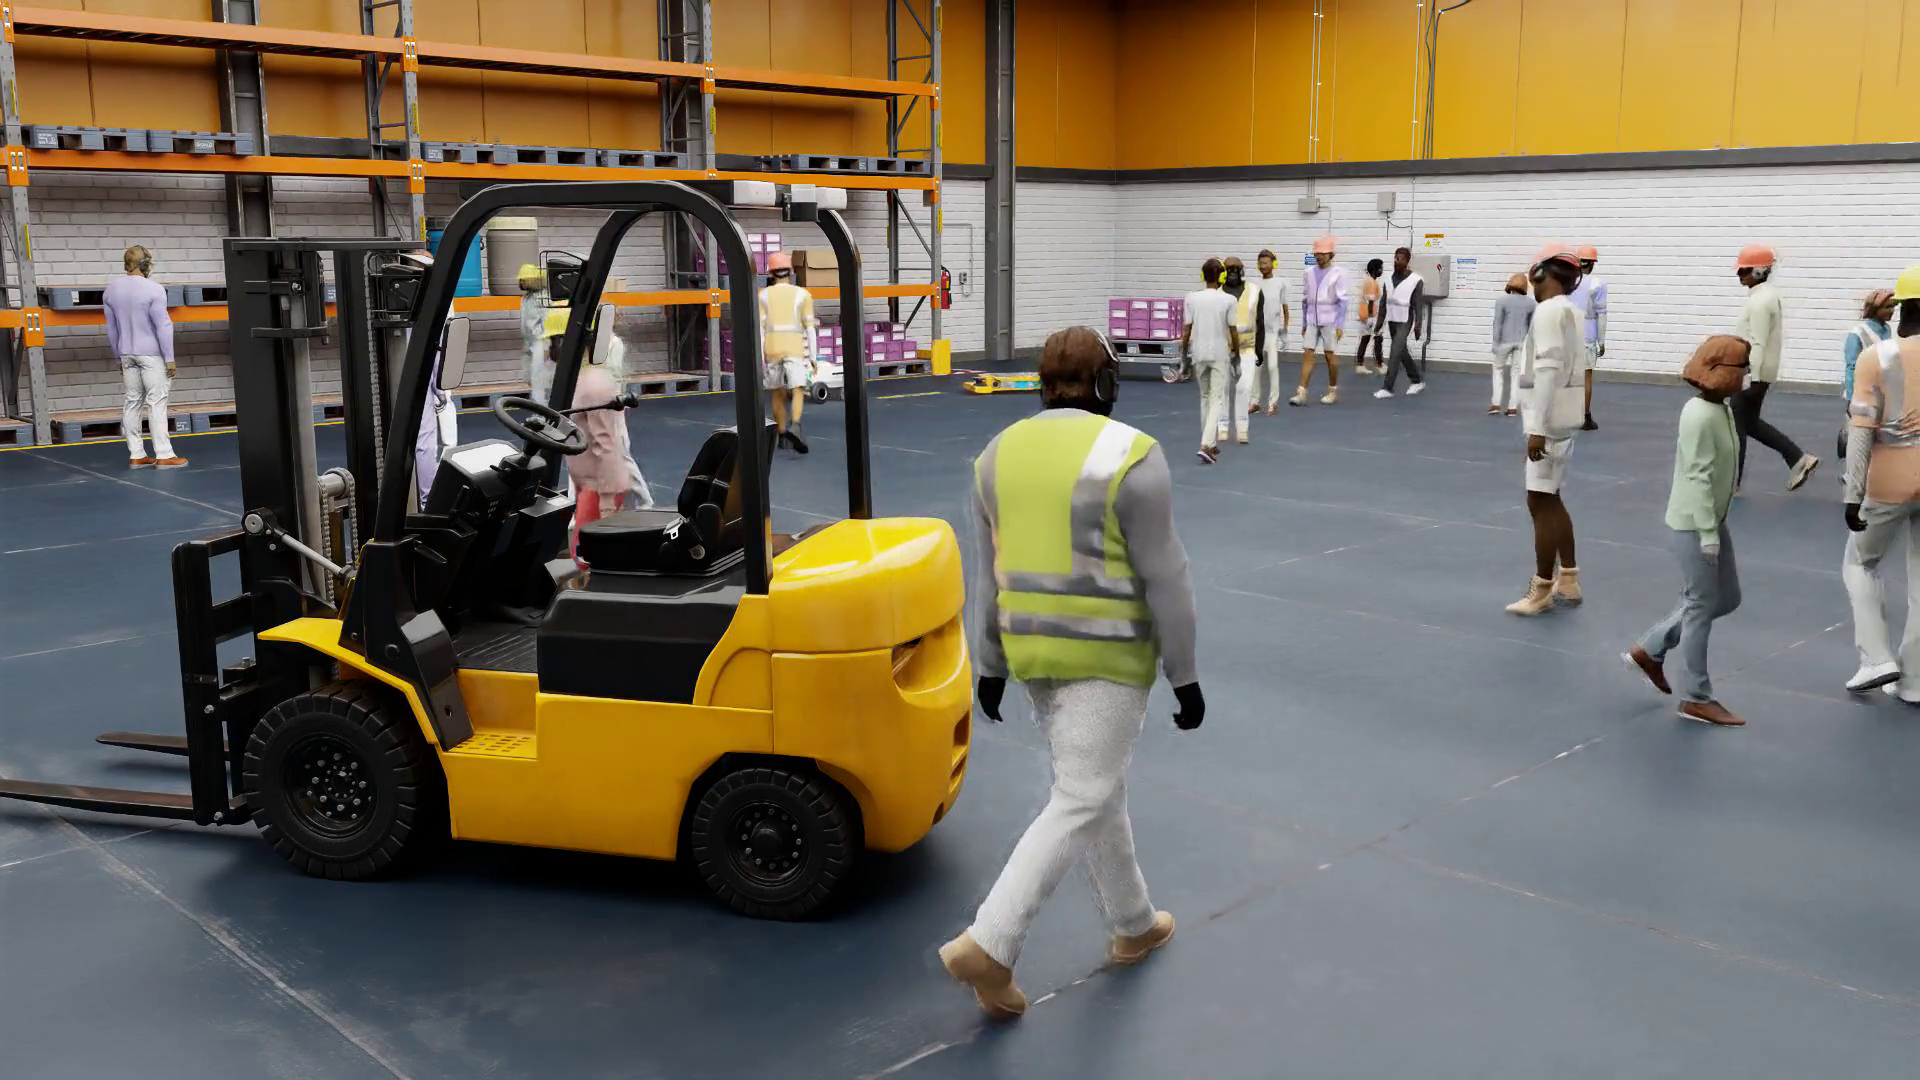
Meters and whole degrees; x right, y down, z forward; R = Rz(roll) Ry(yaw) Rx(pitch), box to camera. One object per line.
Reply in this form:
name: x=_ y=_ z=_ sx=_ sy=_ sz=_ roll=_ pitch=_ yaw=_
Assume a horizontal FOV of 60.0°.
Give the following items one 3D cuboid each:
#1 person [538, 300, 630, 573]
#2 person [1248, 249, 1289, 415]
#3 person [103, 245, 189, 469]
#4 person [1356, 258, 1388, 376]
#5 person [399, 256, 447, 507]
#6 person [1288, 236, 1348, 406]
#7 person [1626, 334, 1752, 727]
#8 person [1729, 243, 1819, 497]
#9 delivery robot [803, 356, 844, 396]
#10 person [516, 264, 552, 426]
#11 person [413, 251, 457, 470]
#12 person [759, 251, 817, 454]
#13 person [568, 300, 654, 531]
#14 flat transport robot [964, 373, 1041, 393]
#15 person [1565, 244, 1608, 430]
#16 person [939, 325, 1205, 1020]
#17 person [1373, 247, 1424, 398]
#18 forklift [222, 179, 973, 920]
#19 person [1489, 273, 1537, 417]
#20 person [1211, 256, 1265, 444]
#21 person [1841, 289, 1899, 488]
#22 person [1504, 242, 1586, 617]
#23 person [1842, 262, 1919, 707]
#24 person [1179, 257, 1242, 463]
person: x=-1.628 y=-0.248 z=7.744 sx=0.688 sy=1.739 sz=0.538 roll=-5 pitch=12 yaw=-26
person: x=3.447 y=-2.337 z=18.775 sx=0.533 sy=1.864 sz=0.308 roll=6 pitch=12 yaw=30
person: x=-7.070 y=-1.573 z=14.414 sx=0.628 sy=1.935 sz=0.373 roll=3 pitch=11 yaw=15
person: x=6.044 y=-3.208 z=23.987 sx=0.643 sy=1.677 sz=0.554 roll=1 pitch=10 yaw=6
person: x=-3.958 y=-1.072 z=11.759 sx=0.653 sy=1.904 sz=0.405 roll=-3 pitch=11 yaw=-15
person: x=4.288 y=-2.593 z=19.781 sx=0.631 sy=2.004 sz=0.865 roll=9 pitch=14 yaw=40
person: x=3.091 y=-0.044 z=6.928 sx=0.466 sy=1.624 sz=0.522 roll=8 pitch=13 yaw=37
person: x=6.184 y=-1.287 z=12.777 sx=0.743 sy=1.971 sz=0.615 roll=6 pitch=12 yaw=29
delivery robot: x=-1.695 y=-1.996 z=20.225 sx=0.477 sy=0.478 sz=0.707 roll=8 pitch=13 yaw=38
person: x=-4.471 y=-2.081 z=17.759 sx=0.487 sy=1.728 sz=0.551 roll=10 pitch=14 yaw=43
person: x=-4.554 y=-1.524 z=14.291 sx=0.576 sy=1.880 sz=0.352 roll=7 pitch=13 yaw=34
person: x=-1.628 y=-1.727 z=15.415 sx=0.579 sy=1.889 sz=0.954 roll=0 pitch=10 yaw=-2
person: x=-2.483 y=-0.883 z=11.537 sx=0.510 sy=1.603 sz=0.830 roll=6 pitch=12 yaw=28
flat transport robot: x=0.815 y=-2.045 z=21.523 sx=1.431 sy=0.197 sz=0.652 roll=-2 pitch=11 yaw=-13
person: x=6.474 y=-2.115 z=17.368 sx=0.551 sy=1.932 sz=0.378 roll=8 pitch=13 yaw=38
person: x=0.271 y=0.338 z=4.415 sx=0.884 sy=1.797 sz=0.683 roll=-10 pitch=14 yaw=-43
person: x=5.586 y=-2.743 z=20.965 sx=0.991 sy=1.881 sz=0.583 roll=-6 pitch=12 yaw=-30
forklift: x=-1.114 y=-0.058 z=5.440 sx=2.313 sy=2.155 sz=1.214 roll=2 pitch=11 yaw=13
person: x=6.221 y=-2.188 z=18.678 sx=0.529 sy=1.588 sz=0.511 roll=-1 pitch=10 yaw=-3
person: x=2.635 y=-1.832 z=16.146 sx=0.648 sy=1.814 sz=0.765 roll=1 pitch=10 yaw=8
person: x=6.754 y=-1.037 z=12.308 sx=0.539 sy=1.624 sz=0.363 roll=-4 pitch=11 yaw=-19
person: x=3.160 y=-0.585 z=8.923 sx=0.397 sy=1.990 sz=0.704 roll=6 pitch=12 yaw=28
person: x=4.103 y=-0.235 z=7.191 sx=0.597 sy=1.913 sz=0.457 roll=1 pitch=10 yaw=4
person: x=2.260 y=-1.626 z=14.979 sx=0.548 sy=1.839 sz=0.868 roll=6 pitch=12 yaw=28
